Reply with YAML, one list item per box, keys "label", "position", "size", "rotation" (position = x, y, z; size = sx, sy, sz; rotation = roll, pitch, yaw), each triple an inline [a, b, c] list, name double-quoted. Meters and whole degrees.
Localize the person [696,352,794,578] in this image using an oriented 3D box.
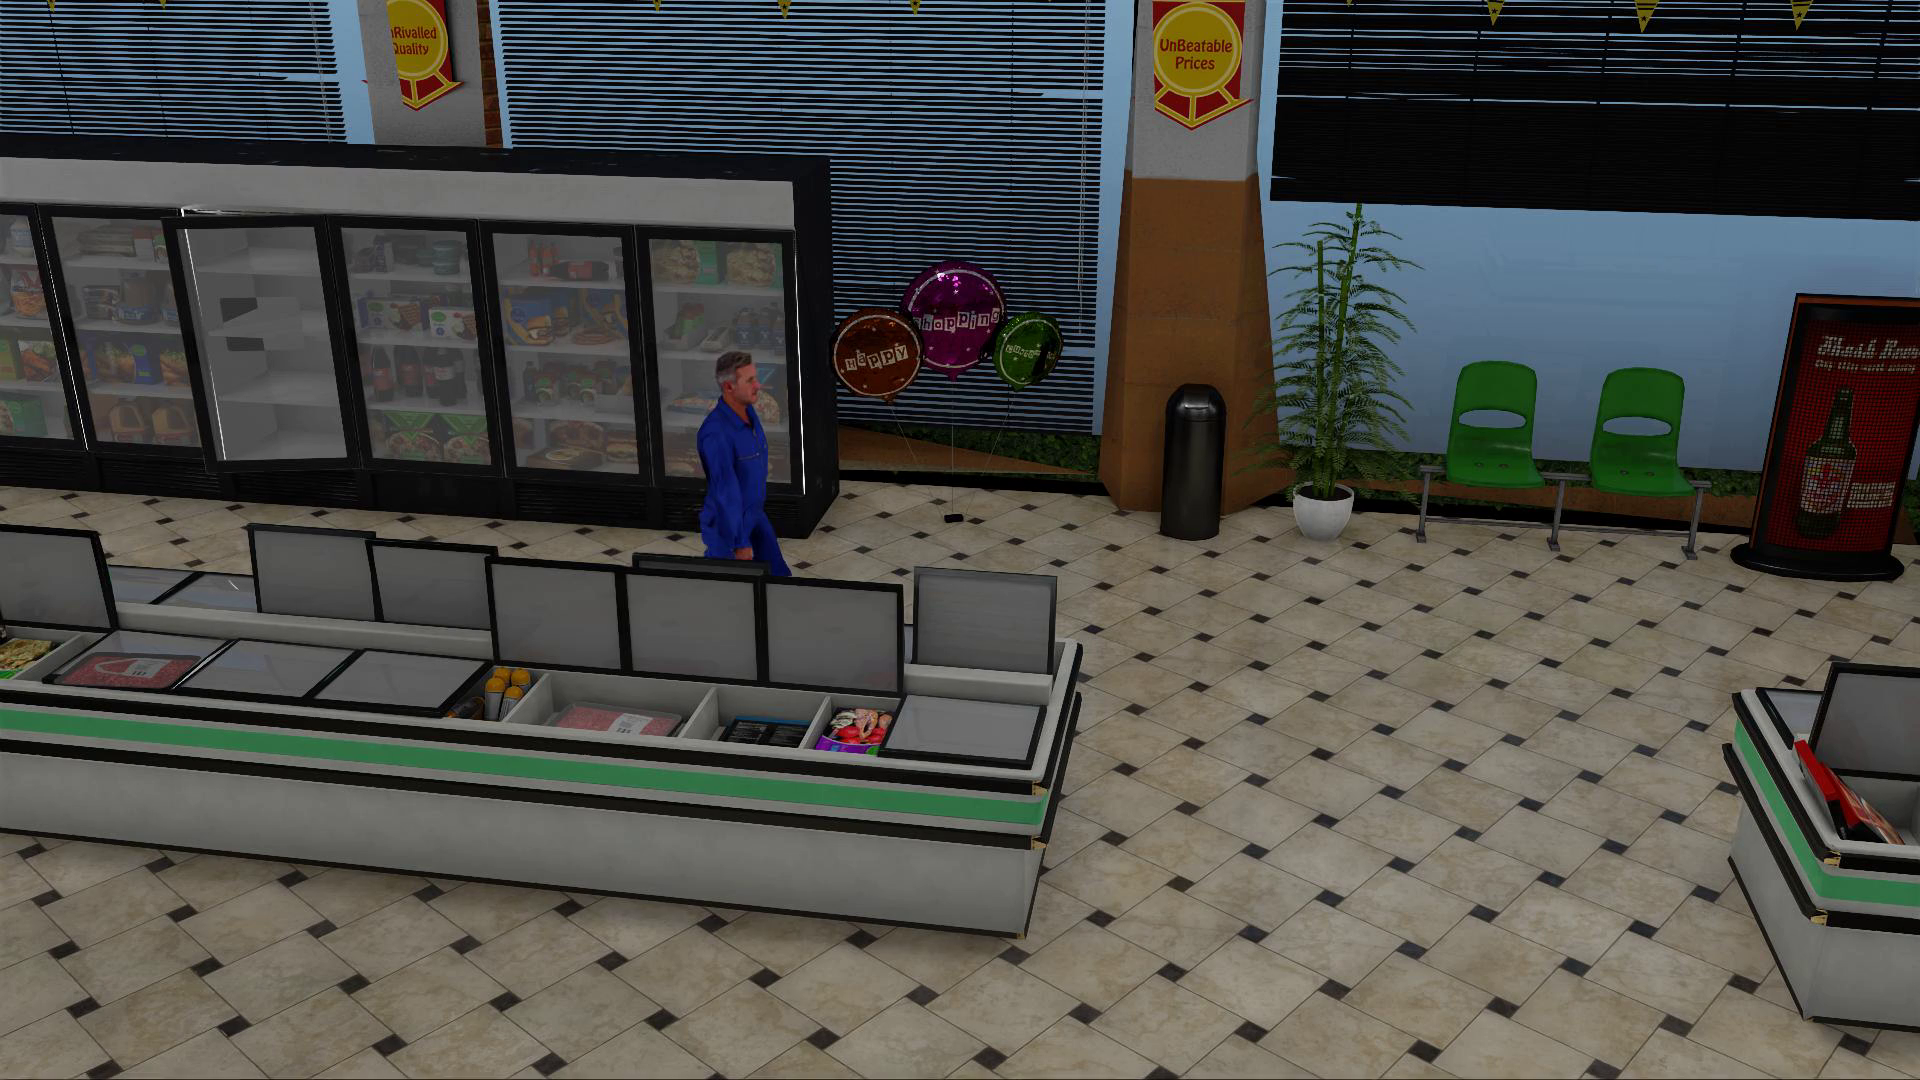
- label: "person"
  position: [-1.241, -0.086, 8.544]
  size: [0.951, 1.801, 0.794]
  rotation: [6, 23, 15]
